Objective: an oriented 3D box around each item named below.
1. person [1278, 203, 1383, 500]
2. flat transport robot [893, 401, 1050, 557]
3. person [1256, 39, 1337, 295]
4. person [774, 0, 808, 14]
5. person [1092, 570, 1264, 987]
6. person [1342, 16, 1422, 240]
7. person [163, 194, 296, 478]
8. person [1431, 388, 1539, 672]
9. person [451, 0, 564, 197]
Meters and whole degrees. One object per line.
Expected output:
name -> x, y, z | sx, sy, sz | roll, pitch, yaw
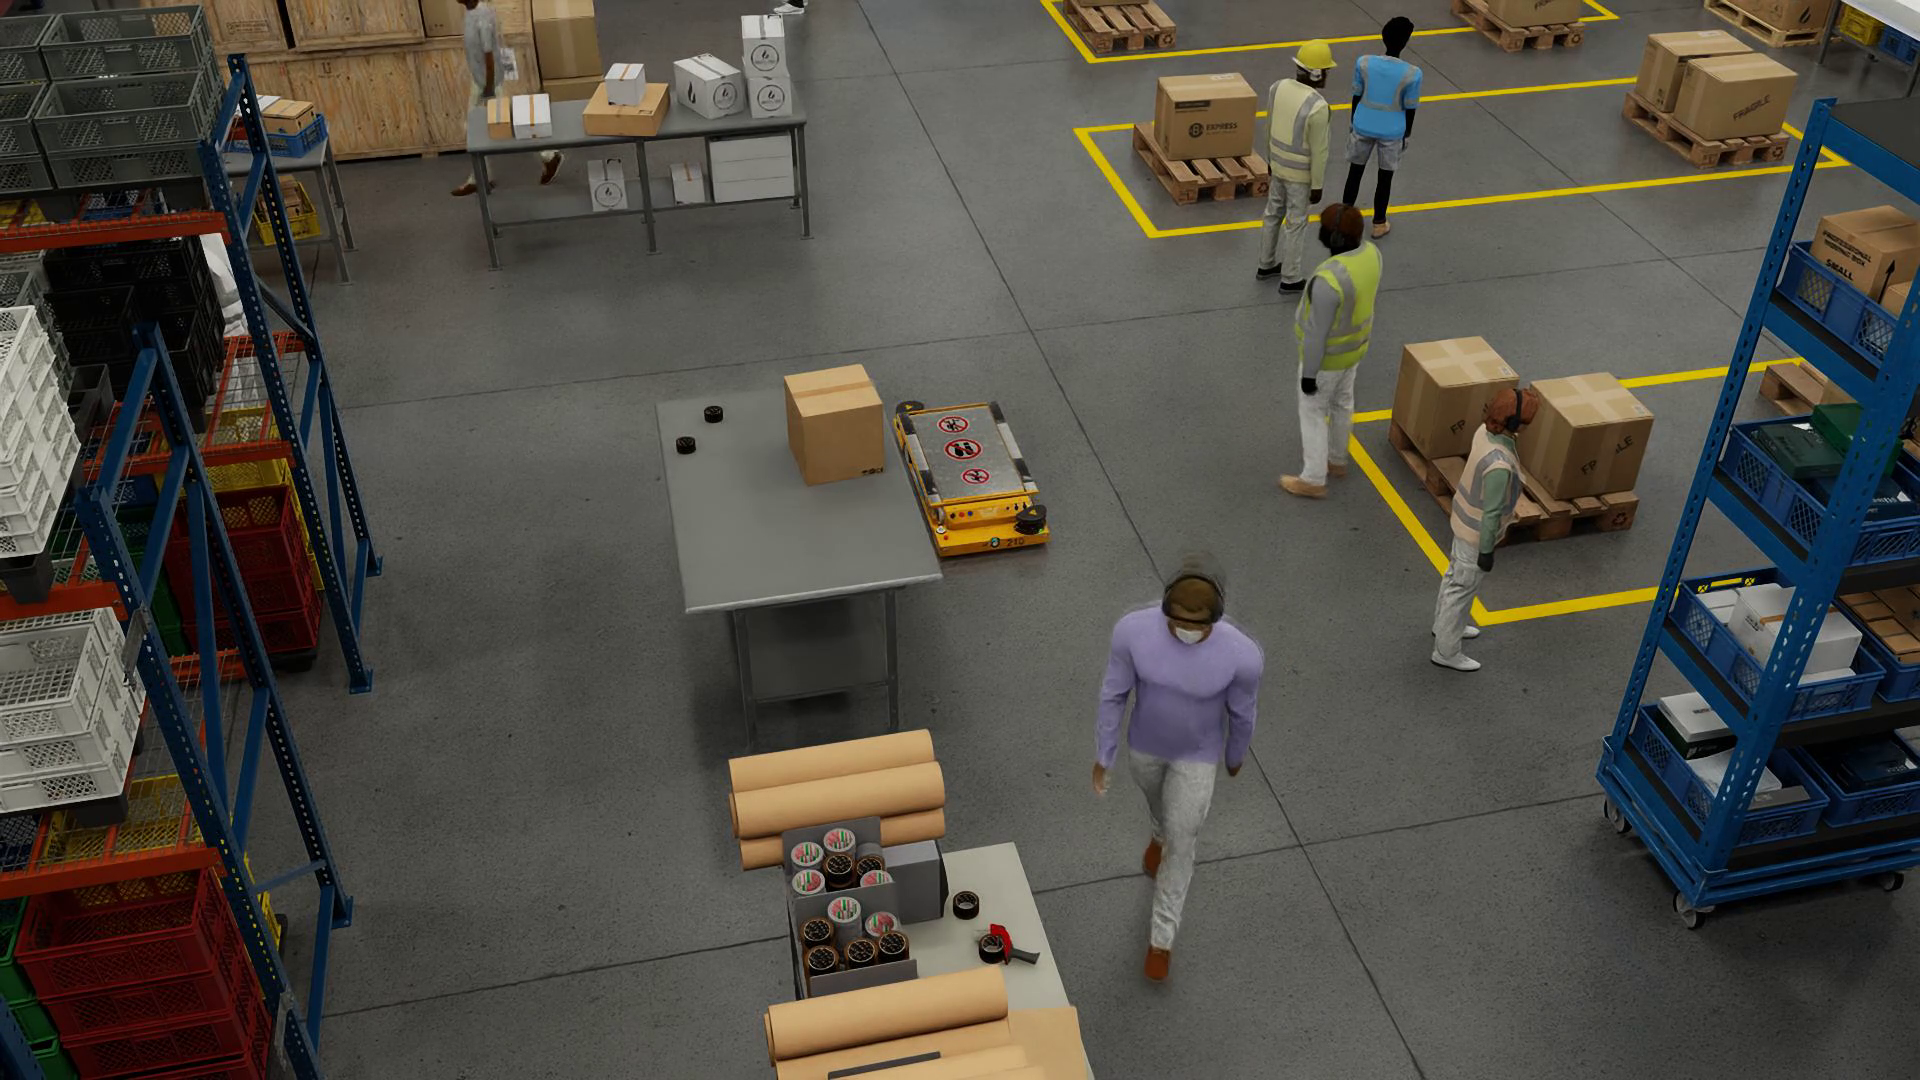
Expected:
person -> 2.162, -1.112, 9.729 | 0.430, 1.834, 0.650 | 26, 44, 30
flat transport robot -> 0.046, -0.430, 10.108 | 0.652, 0.197, 1.431 | -8, 37, -10
person -> 2.391, -2.642, 11.785 | 0.403, 1.827, 0.600 | -18, 40, -22
person -> -1.699, -6.227, 16.529 | 0.379, 1.918, 0.596 | 5, 37, 6
person -> 0.882, 0.901, 6.978 | 0.625, 1.889, 0.975 | 16, 39, 20
person -> 3.157, -3.084, 12.497 | 0.527, 1.690, 0.319 | 19, 41, 24
person -> -4.366, -1.259, 9.883 | 0.355, 1.882, 0.576 | 0, 37, 0
person -> 2.648, -0.060, 8.481 | 0.313, 1.633, 0.514 | 6, 37, 8
person -> -3.687, -3.613, 13.092 | 0.868, 1.836, 0.537 | -17, 40, -21
